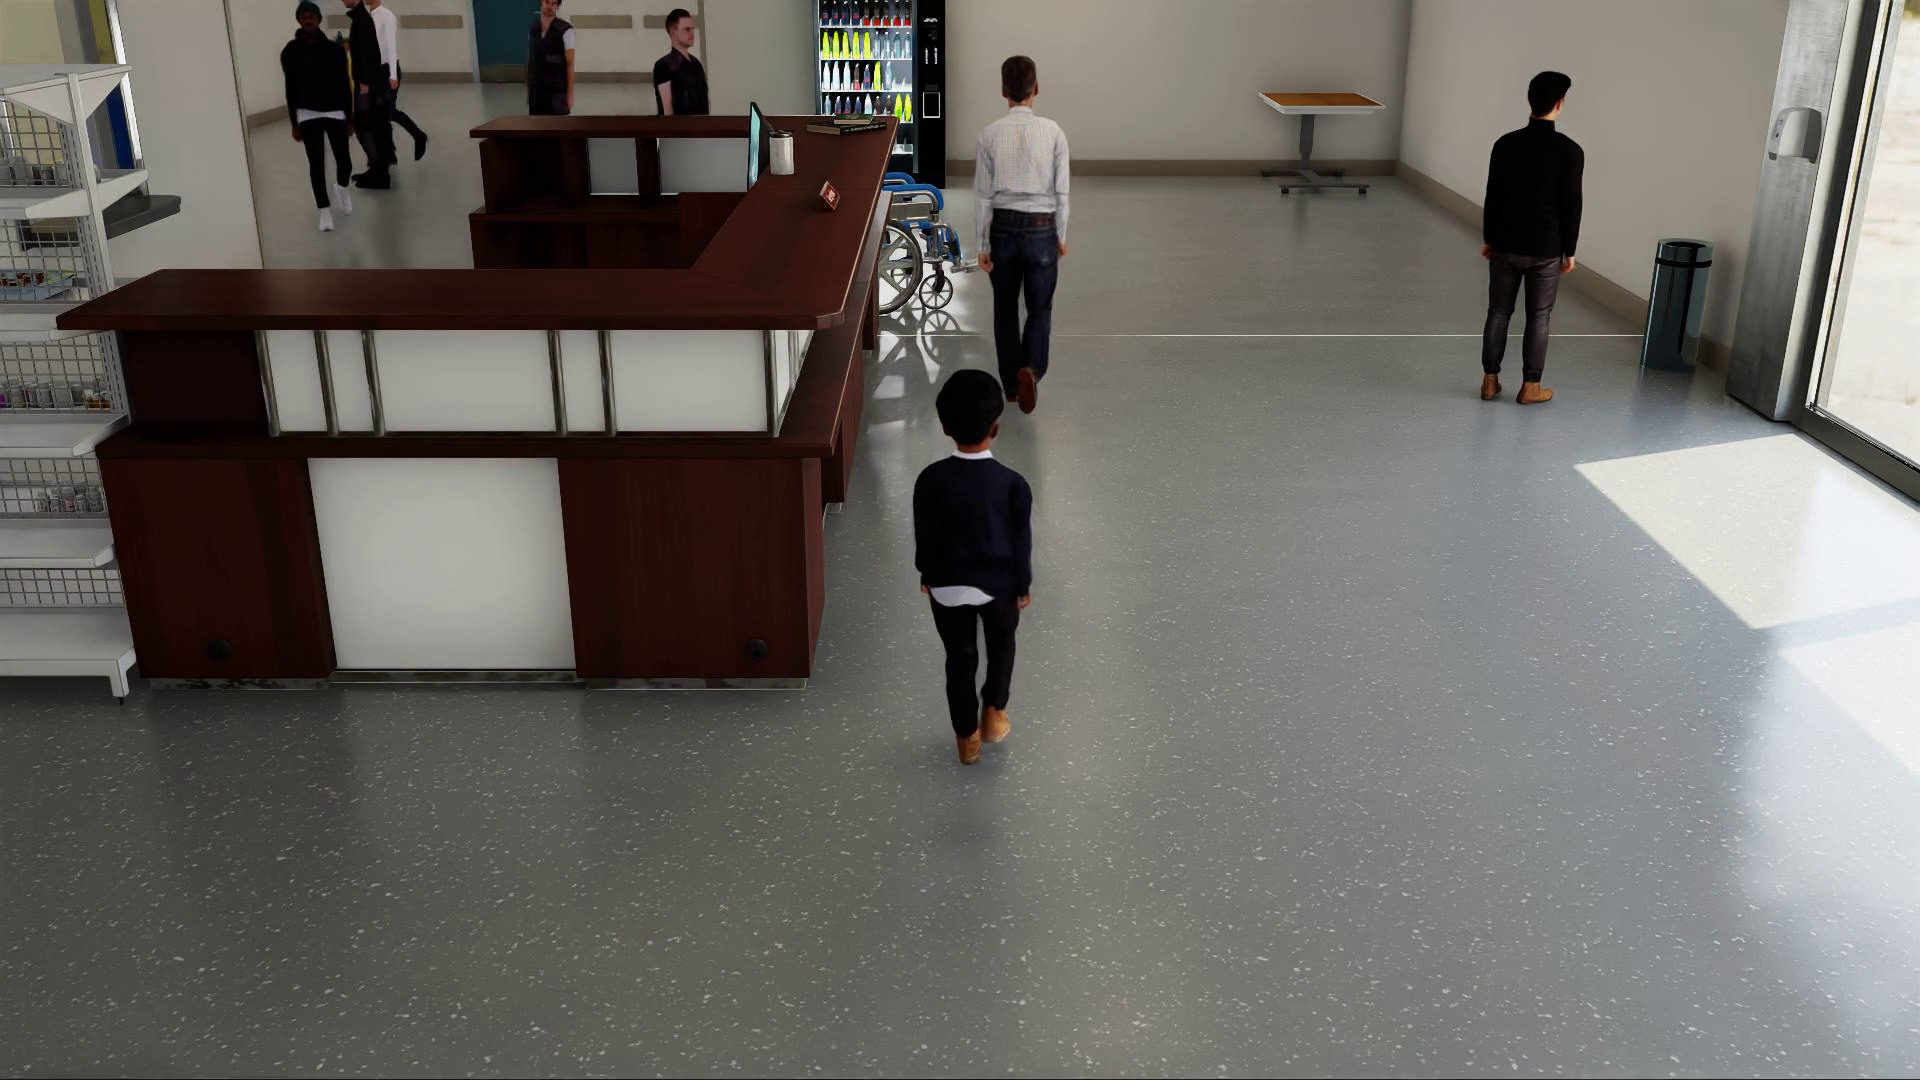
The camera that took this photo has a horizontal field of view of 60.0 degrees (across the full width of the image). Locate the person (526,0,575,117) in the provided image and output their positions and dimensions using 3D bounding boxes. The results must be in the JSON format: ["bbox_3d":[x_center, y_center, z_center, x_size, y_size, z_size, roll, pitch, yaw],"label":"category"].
[{"bbox_3d":[-3.814,-4.187,15.490,0.685,1.827,0.875,12,24,29],"label":"person"}]

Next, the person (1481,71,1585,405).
[{"bbox_3d":[2.991,-1.581,8.757,0.679,1.722,0.782,15,25,34],"label":"person"}]

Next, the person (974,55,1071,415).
[{"bbox_3d":[0.318,-1.524,8.497,1.003,1.799,0.766,2,21,4],"label":"person"}]

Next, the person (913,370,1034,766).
[{"bbox_3d":[0.040,0.110,4.949,0.478,1.218,0.584,2,21,4],"label":"person"}]

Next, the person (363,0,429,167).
[{"bbox_3d":[-5.792,-4.763,16.980,0.955,1.848,1.000,18,27,39],"label":"person"}]

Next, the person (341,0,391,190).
[{"bbox_3d":[-5.551,-4.274,15.600,0.770,1.911,0.794,-8,22,-20],"label":"person"}]

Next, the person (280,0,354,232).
[{"bbox_3d":[-5.227,-3.461,13.606,0.907,1.804,0.901,-7,22,-19],"label":"person"}]

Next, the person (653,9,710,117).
[{"bbox_3d":[-2.066,-2.883,12.053,1.100,1.822,0.954,11,23,26],"label":"person"}]
